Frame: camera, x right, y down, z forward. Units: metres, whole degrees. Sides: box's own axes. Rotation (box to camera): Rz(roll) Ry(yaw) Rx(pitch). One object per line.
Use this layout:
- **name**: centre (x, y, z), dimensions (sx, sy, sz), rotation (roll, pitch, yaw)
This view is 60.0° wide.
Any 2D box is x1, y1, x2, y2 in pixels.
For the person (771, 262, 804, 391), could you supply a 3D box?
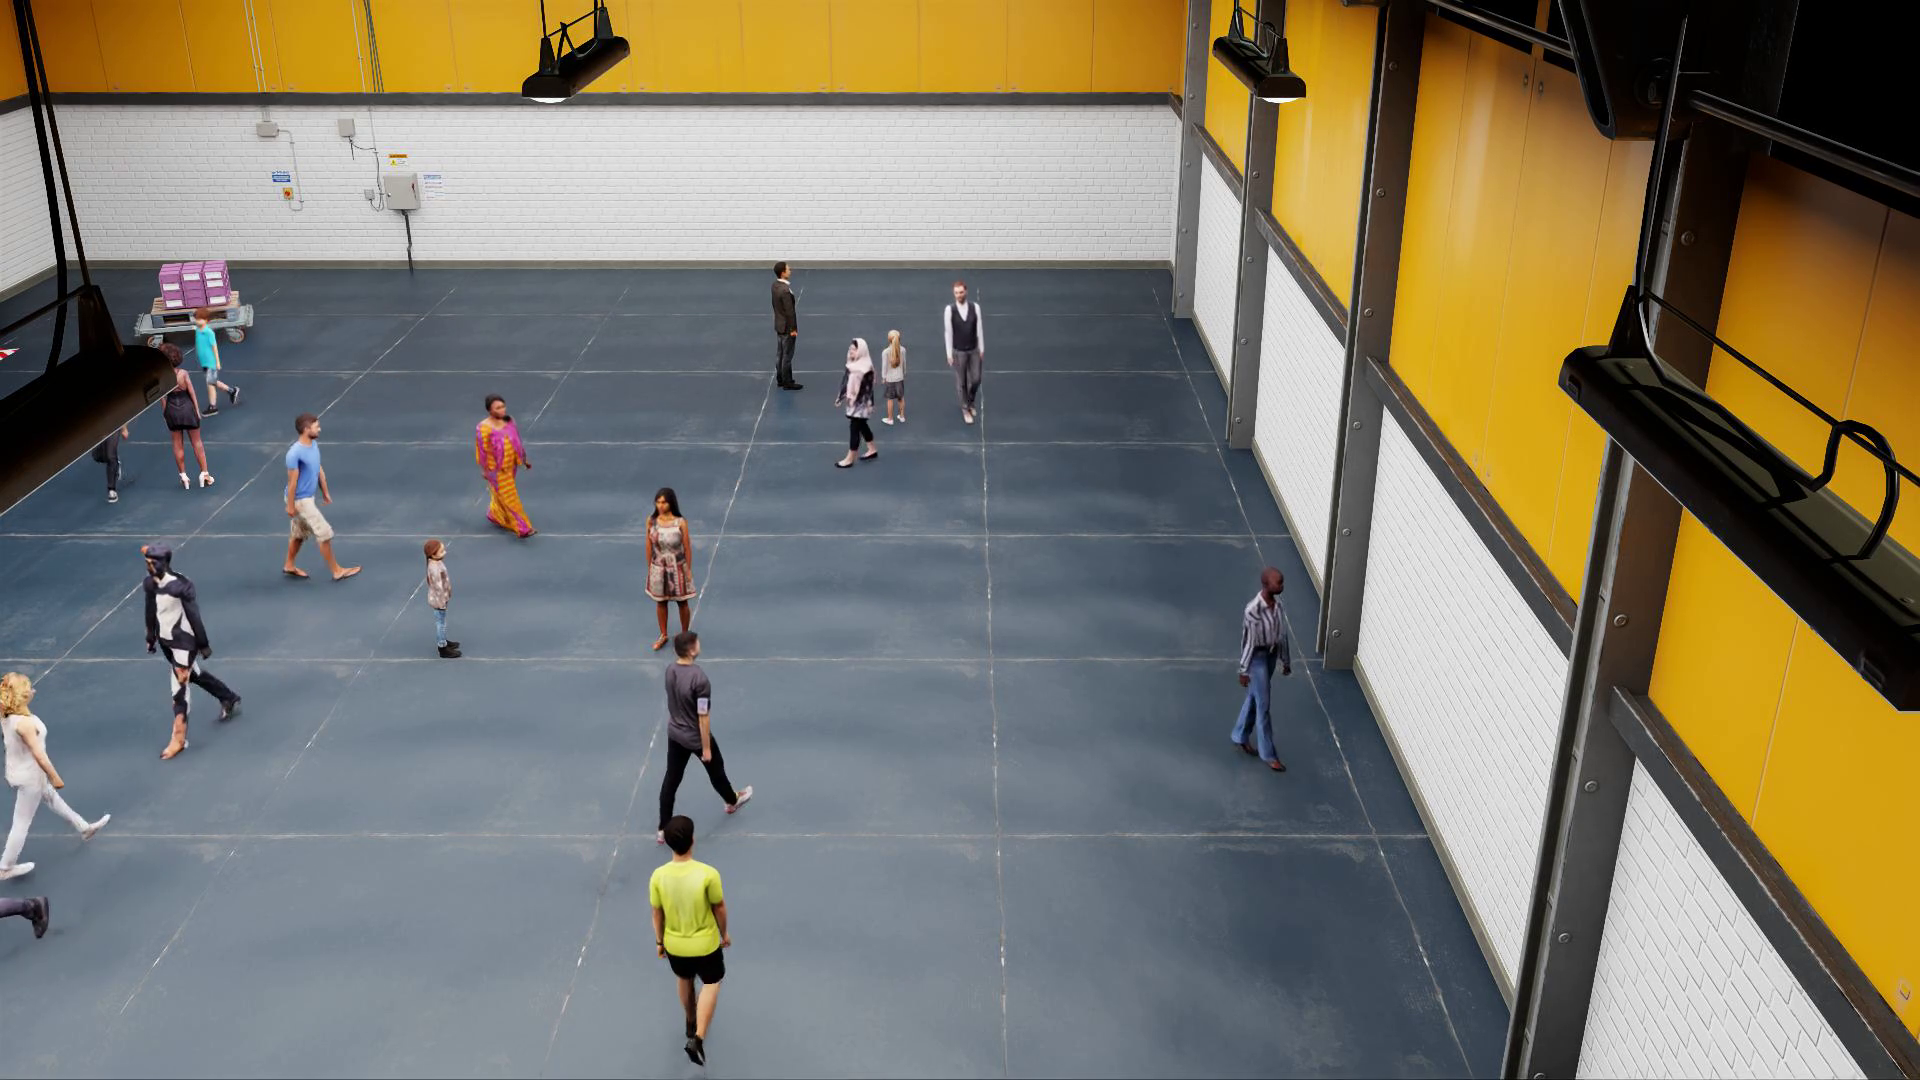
- **person**: centre (-2.450, -3.003, 23.222), dimensions (0.812, 1.805, 0.669), rotation (-13, 27, -27)

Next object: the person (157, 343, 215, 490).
- **person**: centre (-9.241, -1.473, 19.742), dimensions (0.604, 1.789, 0.593), rotation (-5, 24, -11)

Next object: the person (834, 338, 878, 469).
- **person**: centre (-1.193, -1.719, 20.534), dimensions (0.986, 1.606, 0.976), rotation (-16, 28, -33)

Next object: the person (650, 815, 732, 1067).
- **person**: centre (-1.718, 2.576, 10.603), dimensions (0.689, 1.689, 0.951), rotation (2, 24, 5)

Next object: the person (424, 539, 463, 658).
- **person**: centre (-4.975, 0.539, 15.884), dimensions (0.602, 1.194, 0.478), rotation (-8, 25, -17)

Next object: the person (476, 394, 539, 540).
- **person**: centre (-5.125, -0.869, 18.506), dimensions (1.113, 1.672, 1.177), rotation (15, 28, 30)

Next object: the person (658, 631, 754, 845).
- **person**: centre (-2.157, 1.565, 12.886), dimensions (1.114, 1.713, 1.226), rotation (19, 30, 36)

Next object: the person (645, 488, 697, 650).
- **person**: centre (-2.777, 0.261, 15.956), dimensions (0.680, 1.645, 0.575), rotation (3, 24, 7)

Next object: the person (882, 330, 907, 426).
- **person**: centre (-0.867, -2.161, 21.956), dimensions (0.595, 1.276, 0.637), rotation (-13, 27, -28)

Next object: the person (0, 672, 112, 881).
- **person**: centre (-7.077, 1.801, 12.470), dimensions (1.077, 1.615, 1.166), rotation (19, 30, 37)

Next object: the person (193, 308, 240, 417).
- **person**: centre (-10.031, -2.419, 22.350), dimensions (0.819, 1.433, 0.962), rotation (15, 28, 30)

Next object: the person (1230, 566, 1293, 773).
- **person**: centre (2.464, 1.029, 14.033), dimensions (1.008, 1.778, 0.960), rotation (20, 30, 38)

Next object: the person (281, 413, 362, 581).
- **person**: centre (-6.922, -0.422, 17.297), dimensions (0.697, 1.823, 1.033), rotation (3, 24, 6)

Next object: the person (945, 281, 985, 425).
- **person**: centre (0.045, -2.519, 21.966), dimensions (0.752, 1.925, 0.742), rotation (-6, 24, -13)

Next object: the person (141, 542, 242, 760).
- **person**: centre (-6.649, 0.858, 14.331), dimensions (1.069, 1.852, 1.304), rotation (11, 26, 23)
